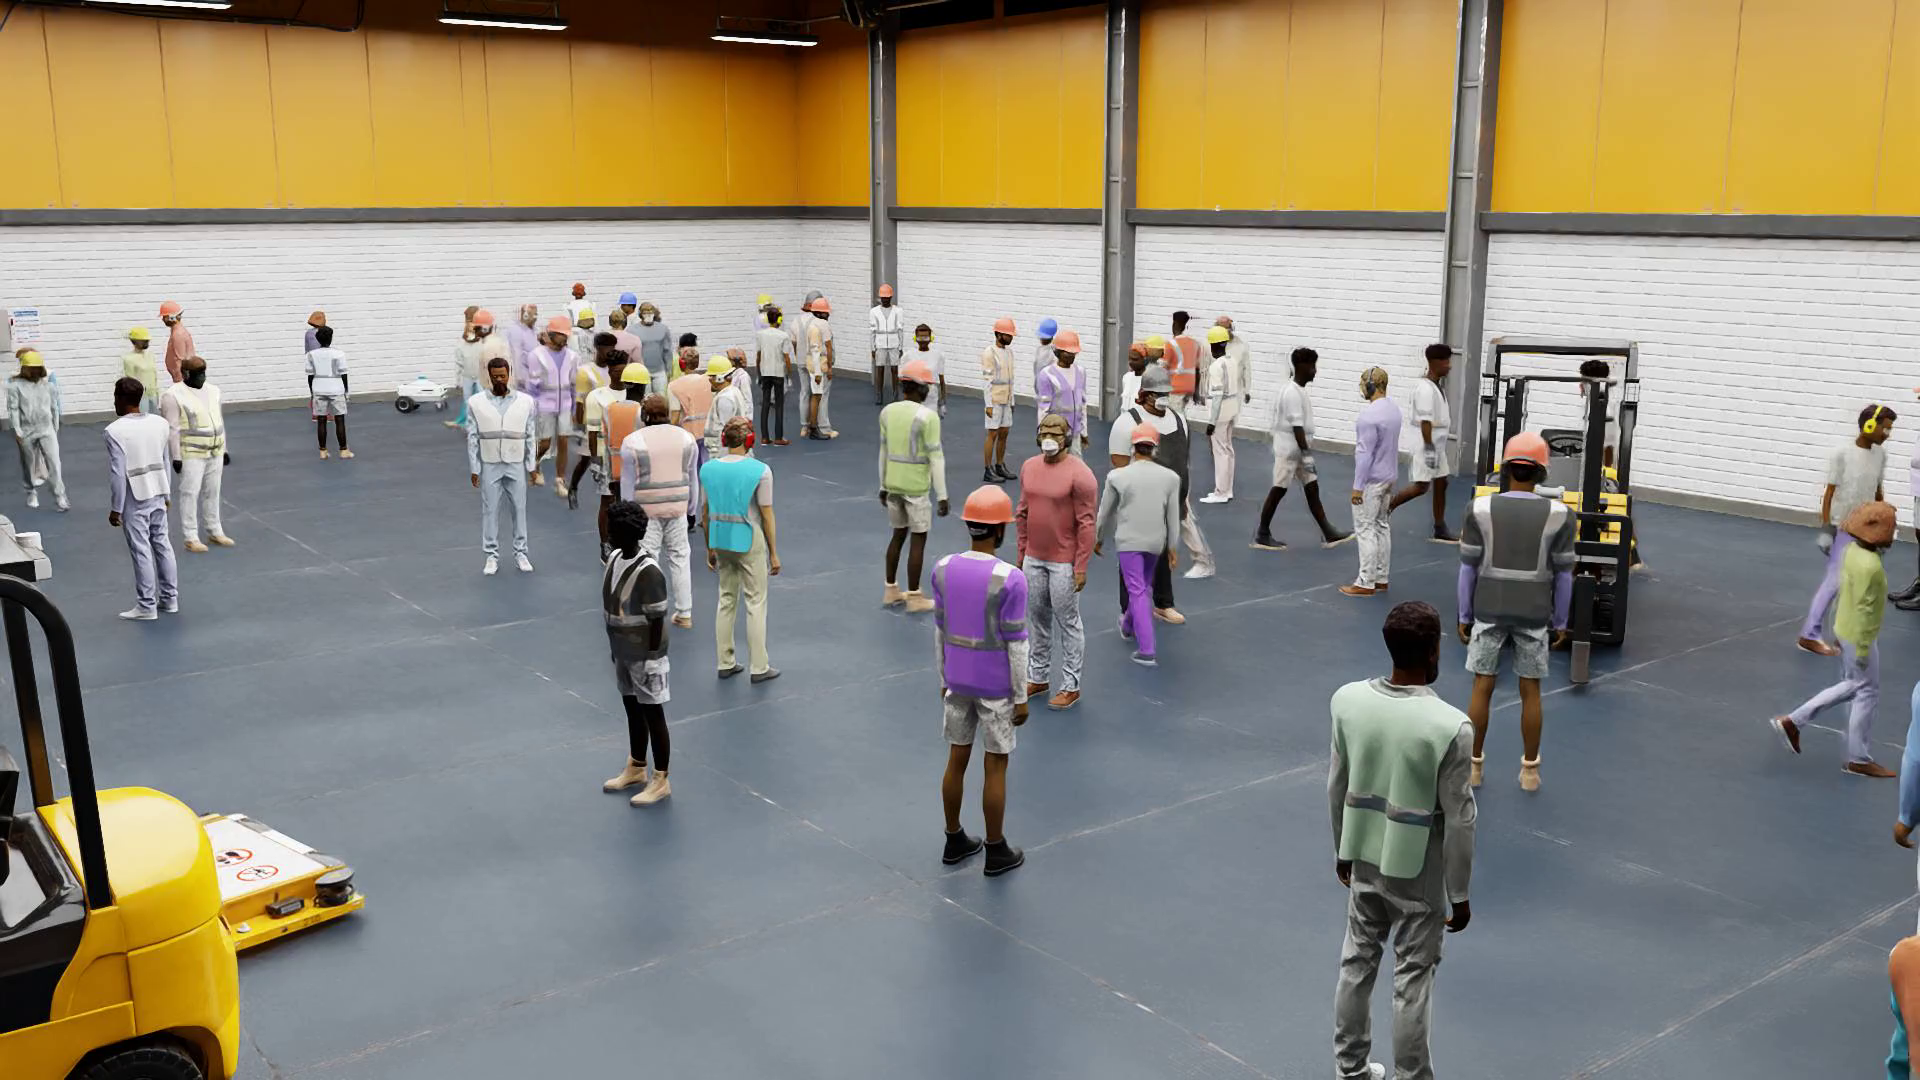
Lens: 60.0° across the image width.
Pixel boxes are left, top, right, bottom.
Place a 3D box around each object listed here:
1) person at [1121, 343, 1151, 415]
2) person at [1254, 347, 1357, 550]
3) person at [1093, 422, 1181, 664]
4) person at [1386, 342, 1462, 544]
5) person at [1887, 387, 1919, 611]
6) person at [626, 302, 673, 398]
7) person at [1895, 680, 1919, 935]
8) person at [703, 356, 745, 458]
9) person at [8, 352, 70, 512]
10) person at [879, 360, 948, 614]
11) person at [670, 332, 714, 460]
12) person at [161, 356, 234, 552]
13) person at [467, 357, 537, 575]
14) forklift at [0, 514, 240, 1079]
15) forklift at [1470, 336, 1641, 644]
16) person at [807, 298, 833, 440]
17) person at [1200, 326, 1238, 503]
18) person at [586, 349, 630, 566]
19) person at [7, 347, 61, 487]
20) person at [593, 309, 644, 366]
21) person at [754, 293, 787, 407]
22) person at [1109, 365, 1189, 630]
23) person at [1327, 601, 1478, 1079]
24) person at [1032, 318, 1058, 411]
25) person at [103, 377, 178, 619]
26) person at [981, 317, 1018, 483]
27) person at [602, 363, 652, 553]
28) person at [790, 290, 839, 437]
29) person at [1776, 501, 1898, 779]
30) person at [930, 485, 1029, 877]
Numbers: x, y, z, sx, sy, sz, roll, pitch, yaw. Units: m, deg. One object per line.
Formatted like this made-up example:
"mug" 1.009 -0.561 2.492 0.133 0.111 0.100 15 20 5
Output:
"person" 1.799 -1.031 16.627 0.349 1.877 0.576 -7 14 -30
"person" 3.241 -0.831 15.544 0.974 1.920 0.607 5 13 22
"person" 1.268 -0.007 12.072 0.564 1.698 0.897 -4 12 -18
"person" 4.437 -0.926 15.938 0.820 1.945 0.614 7 14 30
"person" 7.778 -0.392 13.378 0.362 1.939 0.542 4 12 20
"person" -4.157 -2.223 22.261 0.636 1.927 0.381 -7 13 -30
"person" 4.011 1.074 6.557 0.586 1.832 0.403 3 12 15
"person" -2.237 -0.845 15.862 0.403 1.819 0.601 0 12 -1
"person" -9.792 -1.150 17.638 0.490 1.696 0.916 -10 15 -39
"person" -0.357 -0.424 13.323 0.671 2.028 0.441 11 16 42
"person" -3.471 -1.741 20.587 0.820 1.652 0.565 -6 13 -28
"person" -7.160 -0.818 15.677 0.429 1.839 0.633 5 13 23
"person" -4.042 -0.662 14.727 0.593 1.920 0.391 -4 13 -21
"forklift" -3.687 1.115 5.480 2.313 2.155 1.214 -9 15 -36
"forklift" 4.683 -0.471 13.136 1.214 2.155 2.313 4 12 20
"person" -1.913 -2.346 22.816 0.376 1.935 0.550 0 12 0
"person" 2.814 -1.354 18.060 0.383 1.923 0.589 6 13 27
"person" -3.076 -0.750 15.038 0.612 1.963 0.361 -11 16 -42
"person" -10.761 -1.457 19.363 0.533 1.592 0.870 -1 12 -4
"person" -4.213 -1.888 20.601 0.633 1.938 0.356 2 12 8
"person" -2.975 -2.966 26.126 0.583 1.820 0.602 8 14 34
"person" 1.519 -0.332 12.838 0.683 2.000 0.537 -7 14 -30
"person" 1.563 1.156 5.943 0.390 1.922 0.591 -9 15 -39
"person" 1.016 -1.702 19.837 0.443 1.906 0.793 -5 13 -22
"person" -6.449 -0.328 13.113 0.392 1.922 0.591 3 12 16
"person" 0.482 -1.632 19.400 0.390 1.925 0.550 8 14 35
"person" -2.776 -0.552 14.218 0.586 1.916 0.397 7 13 29
"person" -1.977 -2.437 23.002 0.683 2.000 0.538 9 15 38
"person" 5.117 0.560 9.564 0.558 1.615 0.508 4 12 20
"person" 0.117 0.688 8.188 0.545 1.930 0.387 9 15 36
